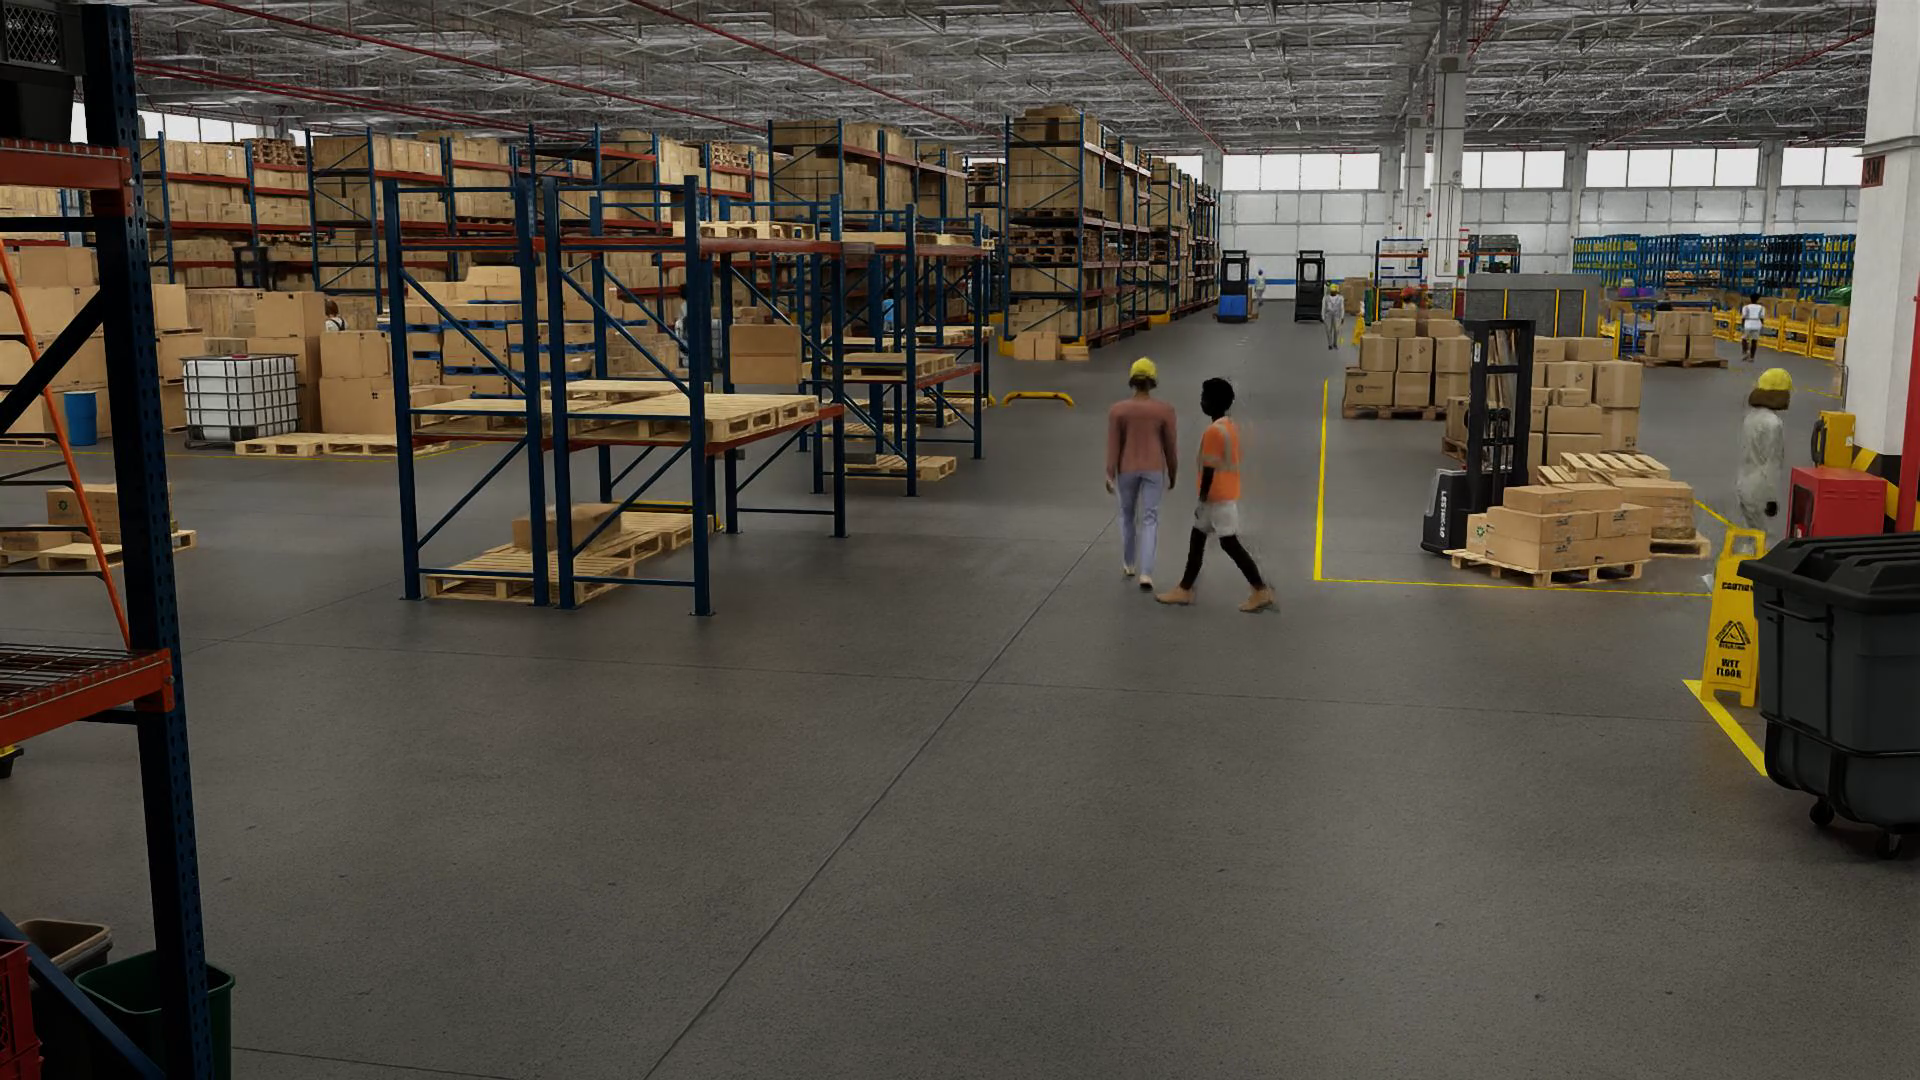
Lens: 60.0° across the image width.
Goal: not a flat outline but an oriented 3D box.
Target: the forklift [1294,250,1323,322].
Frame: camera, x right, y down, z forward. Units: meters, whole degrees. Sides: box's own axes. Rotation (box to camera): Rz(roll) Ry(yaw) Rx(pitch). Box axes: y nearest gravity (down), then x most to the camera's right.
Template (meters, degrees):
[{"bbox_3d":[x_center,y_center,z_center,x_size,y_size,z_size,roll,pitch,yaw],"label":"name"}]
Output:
[{"bbox_3d":[13.778,-10.002,65.433,1.129,2.768,1.873,2,10,12],"label":"forklift"}]

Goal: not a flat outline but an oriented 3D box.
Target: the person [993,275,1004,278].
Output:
[{"bbox_3d":[2.172,-14.230,93.461,0.644,1.876,0.801,0,10,1],"label":"person"}]

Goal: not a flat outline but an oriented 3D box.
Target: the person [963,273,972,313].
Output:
[{"bbox_3d":[0.414,-11.400,76.698,0.539,1.881,1.019,2,10,13],"label":"person"}]

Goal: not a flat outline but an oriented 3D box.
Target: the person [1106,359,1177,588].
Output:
[{"bbox_3d":[1.383,-0.513,12.667,0.537,1.724,0.910,1,10,7],"label":"person"}]

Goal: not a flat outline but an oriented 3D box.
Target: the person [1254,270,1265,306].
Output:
[{"bbox_3d":[15.884,-13.344,88.032,0.632,1.928,0.485,-3,10,-18],"label":"person"}]

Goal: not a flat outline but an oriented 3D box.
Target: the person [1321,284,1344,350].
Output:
[{"bbox_3d":[10.185,-6.089,45.436,0.627,1.801,0.805,2,10,10],"label":"person"}]

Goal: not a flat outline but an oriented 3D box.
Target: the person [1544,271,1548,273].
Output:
[{"bbox_3d":[28.186,-12.000,80.147,0.655,1.906,0.407,7,12,35],"label":"person"}]

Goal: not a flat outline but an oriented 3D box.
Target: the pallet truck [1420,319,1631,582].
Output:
[{"bbox_3d":[4.543,-0.757,13.299,0.823,1.965,1.885,-4,10,-22],"label":"pallet truck"}]

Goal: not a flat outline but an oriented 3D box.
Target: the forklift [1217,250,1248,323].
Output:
[{"bbox_3d":[10.606,-9.839,64.471,1.129,2.768,1.873,2,10,12],"label":"forklift"}]

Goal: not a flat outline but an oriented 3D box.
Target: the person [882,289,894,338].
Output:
[{"bbox_3d":[-1.820,-5.821,44.177,0.541,1.695,0.316,3,10,16],"label":"person"}]

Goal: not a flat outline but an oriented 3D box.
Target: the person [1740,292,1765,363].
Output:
[{"bbox_3d":[19.018,-5.102,39.948,0.545,1.673,0.530,2,10,11],"label":"person"}]

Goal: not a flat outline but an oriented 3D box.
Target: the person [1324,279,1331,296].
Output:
[{"bbox_3d":[15.642,-10.289,70.822,0.498,1.633,0.279,-2,10,-11],"label":"person"}]

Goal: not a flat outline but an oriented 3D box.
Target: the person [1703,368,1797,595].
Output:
[{"bbox_3d":[5.517,-0.335,11.570,0.472,1.724,0.492,1,10,7],"label":"person"}]

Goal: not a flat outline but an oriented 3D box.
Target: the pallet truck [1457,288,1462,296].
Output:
[{"bbox_3d":[20.506,-9.785,68.819,0.653,1.274,1.630,2,10,12],"label":"pallet truck"}]

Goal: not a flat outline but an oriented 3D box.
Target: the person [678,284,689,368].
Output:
[{"bbox_3d":[-5.849,-4.525,35.743,0.450,1.949,0.629,1,10,5],"label":"person"}]

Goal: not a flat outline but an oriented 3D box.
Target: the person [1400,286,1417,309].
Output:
[{"bbox_3d":[9.597,-4.436,35.370,0.858,1.910,0.549,0,10,0],"label":"person"}]

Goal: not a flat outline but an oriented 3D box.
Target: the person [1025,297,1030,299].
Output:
[{"bbox_3d":[2.514,-8.261,57.930,0.627,1.934,0.374,-8,13,-41],"label":"person"}]

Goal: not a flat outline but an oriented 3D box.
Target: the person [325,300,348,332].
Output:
[{"bbox_3d":[-9.697,-2.800,25.854,0.327,1.841,0.511,3,10,18],"label":"person"}]

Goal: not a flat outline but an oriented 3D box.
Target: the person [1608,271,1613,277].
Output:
[{"bbox_3d":[31.829,-12.266,81.505,0.639,1.981,0.632,-1,10,-7],"label":"person"}]

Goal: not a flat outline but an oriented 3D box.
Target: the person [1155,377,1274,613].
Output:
[{"bbox_3d":[1.834,-0.314,11.682,0.857,1.657,0.541,3,10,18],"label":"person"}]

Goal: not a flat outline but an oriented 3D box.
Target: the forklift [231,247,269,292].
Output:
[{"bbox_3d":[-19.933,-6.864,46.850,1.129,2.768,1.873,2,10,12],"label":"forklift"}]
